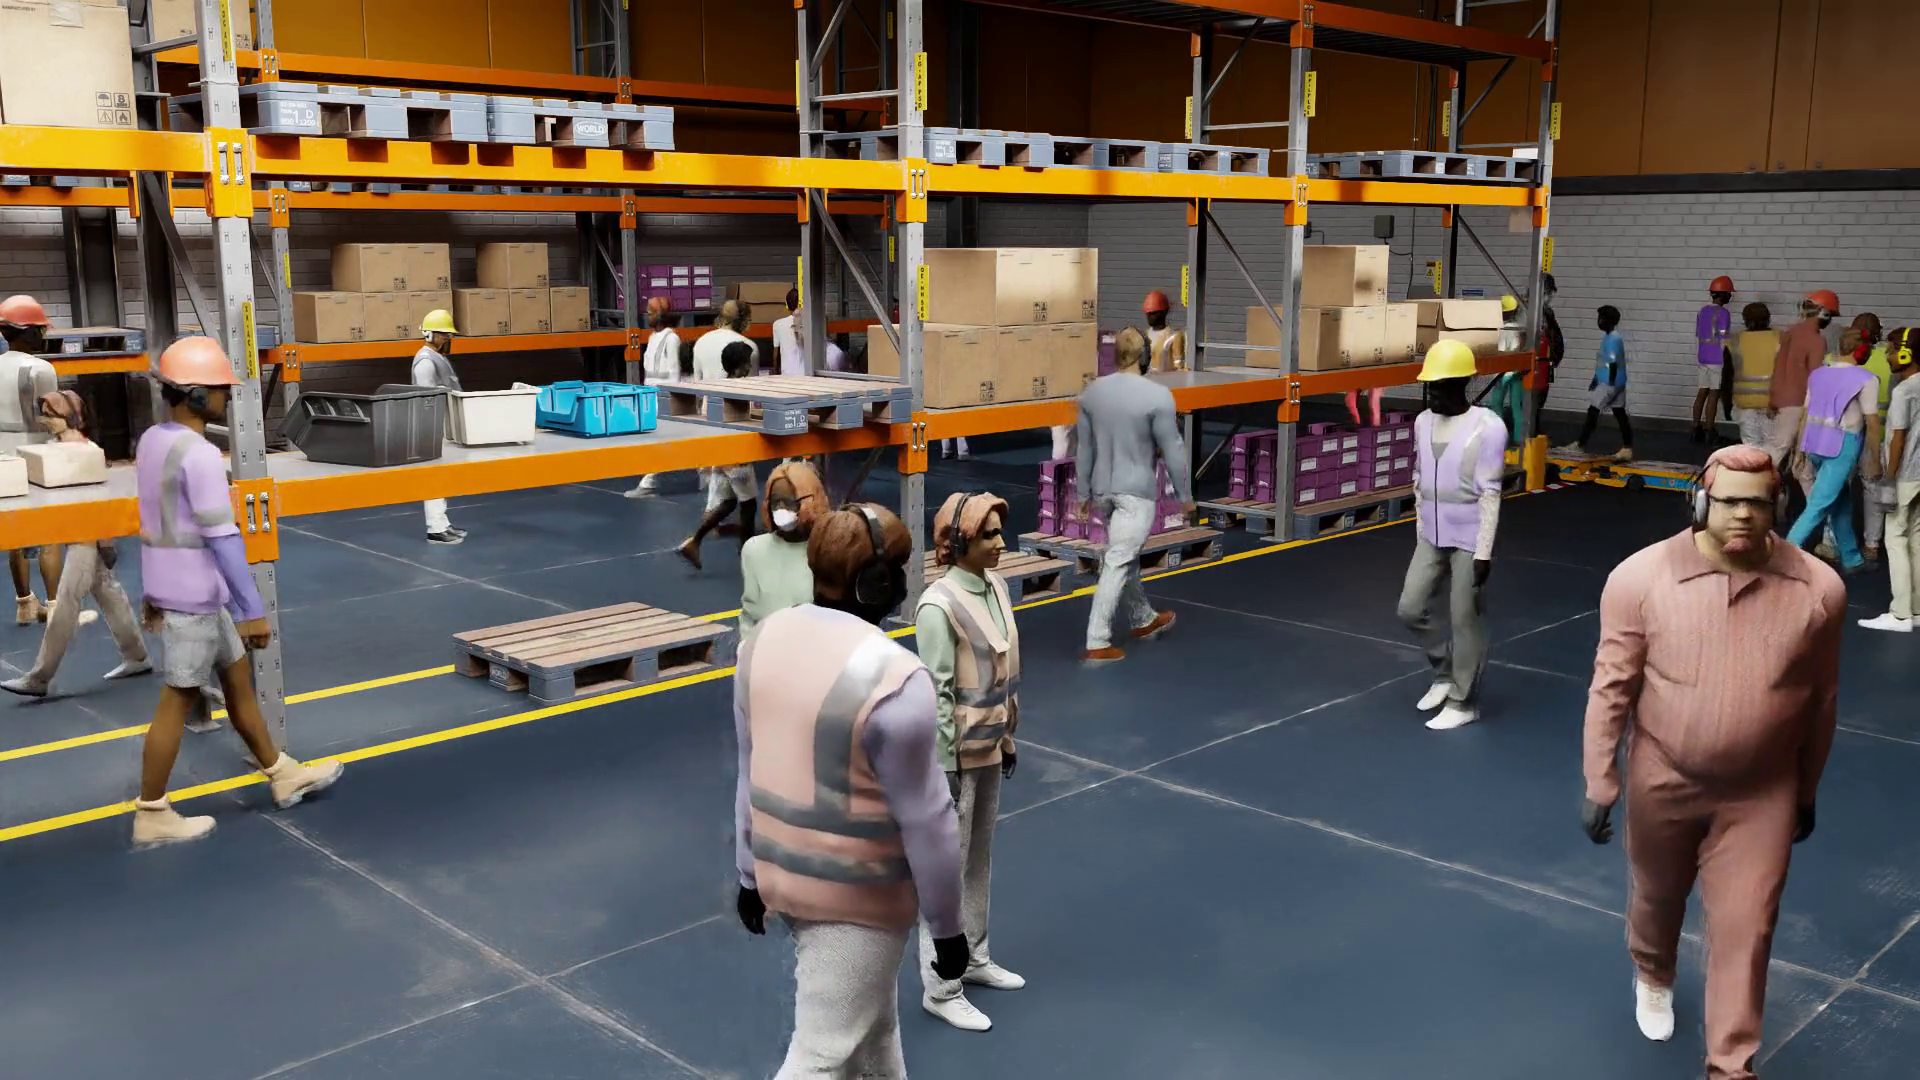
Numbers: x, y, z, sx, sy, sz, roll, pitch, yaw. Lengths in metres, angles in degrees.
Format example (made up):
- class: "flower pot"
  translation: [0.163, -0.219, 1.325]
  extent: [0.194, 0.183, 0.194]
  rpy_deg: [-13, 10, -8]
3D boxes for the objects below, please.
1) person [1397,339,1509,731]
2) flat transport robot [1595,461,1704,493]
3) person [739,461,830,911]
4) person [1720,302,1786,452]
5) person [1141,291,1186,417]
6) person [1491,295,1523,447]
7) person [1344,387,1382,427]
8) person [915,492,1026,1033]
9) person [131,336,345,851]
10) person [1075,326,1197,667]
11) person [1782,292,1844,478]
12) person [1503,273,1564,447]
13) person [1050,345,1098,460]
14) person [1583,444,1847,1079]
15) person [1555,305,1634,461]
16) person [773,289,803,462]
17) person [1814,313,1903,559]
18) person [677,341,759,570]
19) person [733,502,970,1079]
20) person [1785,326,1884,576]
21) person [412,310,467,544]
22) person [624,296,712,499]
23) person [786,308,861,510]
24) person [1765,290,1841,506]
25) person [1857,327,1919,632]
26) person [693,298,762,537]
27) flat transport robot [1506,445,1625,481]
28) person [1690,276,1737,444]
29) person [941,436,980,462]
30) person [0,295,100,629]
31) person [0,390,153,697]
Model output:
- class: "person"
  translation: [2.381, -0.011, 8.071]
  extent: [0.422, 1.913, 0.603]
  rpy_deg: [-6, 12, -30]
- class: "flat transport robot"
  translation: [6.795, -0.573, 15.600]
  extent: [0.652, 0.197, 1.431]
  rpy_deg: [-9, 14, -42]
- class: "person"
  translation: [-0.550, 0.506, 6.049]
  extent: [0.504, 1.619, 0.554]
  rpy_deg: [5, 12, 26]
- class: "person"
  translation: [7.251, -1.240, 15.069]
  extent: [0.680, 1.803, 0.625]
  rpy_deg: [6, 12, 32]
- class: "person"
  translation: [1.874, -1.402, 15.724]
  extent: [1.008, 1.889, 0.564]
  rpy_deg: [-9, 14, -40]
- class: "person"
  translation: [6.172, -1.864, 18.635]
  extent: [0.631, 1.744, 0.521]
  rpy_deg: [-6, 12, -31]
- class: "person"
  translation: [4.550, -1.866, 18.606]
  extent: [0.444, 1.741, 0.536]
  rpy_deg: [-5, 12, -26]
- class: "person"
  translation: [0.023, 0.662, 5.126]
  extent: [0.307, 1.641, 0.514]
  rpy_deg: [4, 11, 22]
- class: "person"
  translation: [-2.921, 0.197, 6.656]
  extent: [0.976, 1.999, 0.642]
  rpy_deg: [-9, 14, -39]
- class: "person"
  translation: [1.026, -0.261, 9.481]
  extent: [0.995, 1.888, 0.648]
  rpy_deg: [-9, 14, -41]
- class: "person"
  translation: [8.409, -1.523, 16.446]
  extent: [0.313, 1.860, 0.511]
  rpy_deg: [-8, 13, -38]
- class: "person"
  translation: [6.450, -2.036, 18.744]
  extent: [0.664, 2.000, 0.688]
  rpy_deg: [4, 11, 22]
- class: "person"
  translation: [0.999, -1.361, 15.552]
  extent: [0.647, 1.869, 0.942]
  rpy_deg: [10, 14, 43]
- class: "person"
  translation: [2.079, 0.649, 4.642]
  extent: [0.649, 1.866, 1.015]
  rpy_deg: [3, 11, 18]
- class: "person"
  translation: [6.849, -1.673, 17.810]
  extent: [0.860, 1.648, 0.543]
  rpy_deg: [5, 12, 27]
- class: "person"
  translation: [-1.680, -1.649, 17.123]
  extent: [0.521, 1.865, 0.328]
  rpy_deg: [5, 11, 24]
- class: "person"
  translation: [6.687, -0.773, 12.402]
  extent: [0.625, 1.843, 0.430]
  rpy_deg: [2, 11, 11]
- class: "person"
  translation: [-1.639, -0.561, 11.699]
  extent: [0.575, 1.681, 0.539]
  rpy_deg: [-7, 12, -32]
- class: "person"
  translation: [-0.321, 0.818, 3.849]
  extent: [0.903, 1.810, 0.637]
  rpy_deg: [-8, 13, -38]
- class: "person"
  translation: [6.056, -0.578, 11.524]
  extent: [0.998, 1.801, 0.558]
  rpy_deg: [-2, 11, -10]
- class: "person"
  translation: [-4.082, -0.888, 13.064]
  extent: [0.404, 1.828, 0.592]
  rpy_deg: [-1, 10, -8]
- class: "person"
  translation: [-2.684, -1.321, 15.367]
  extent: [0.873, 1.856, 0.585]
  rpy_deg: [-5, 12, -26]
- class: "person"
  translation: [-1.083, -0.916, 13.187]
  extent: [1.015, 1.860, 0.667]
  rpy_deg: [-10, 14, -43]
- class: "person"
  translation: [7.246, -1.156, 14.228]
  extent: [0.922, 1.930, 0.623]
  rpy_deg: [1, 10, 6]
- class: "person"
  translation: [5.767, -0.362, 10.147]
  extent: [0.502, 1.851, 0.345]
  rpy_deg: [-7, 13, -34]
- class: "person"
  translation: [-1.825, -0.969, 13.277]
  extent: [0.644, 1.910, 0.450]
  rpy_deg: [7, 12, 32]
- class: "flat transport robot"
  translation: [5.912, -0.785, 16.752]
  extent: [0.652, 0.197, 1.431]
  rpy_deg: [-7, 12, -32]
- class: "person"
  translation: [8.747, -2.080, 19.265]
  extent: [0.358, 1.936, 0.552]
  rpy_deg: [-1, 10, -8]
- class: "person"
  translation: [-0.007, -1.719, 17.766]
  extent: [0.313, 1.767, 0.534]
  rpy_deg: [-10, 14, -43]
- class: "person"
  translation: [-5.653, -0.466, 10.175]
  extent: [0.608, 2.046, 0.367]
  rpy_deg: [5, 11, 23]
- class: "person"
  translation: [-4.712, 0.015, 8.765]
  extent: [0.531, 1.593, 0.844]
  rpy_deg: [9, 14, 41]
